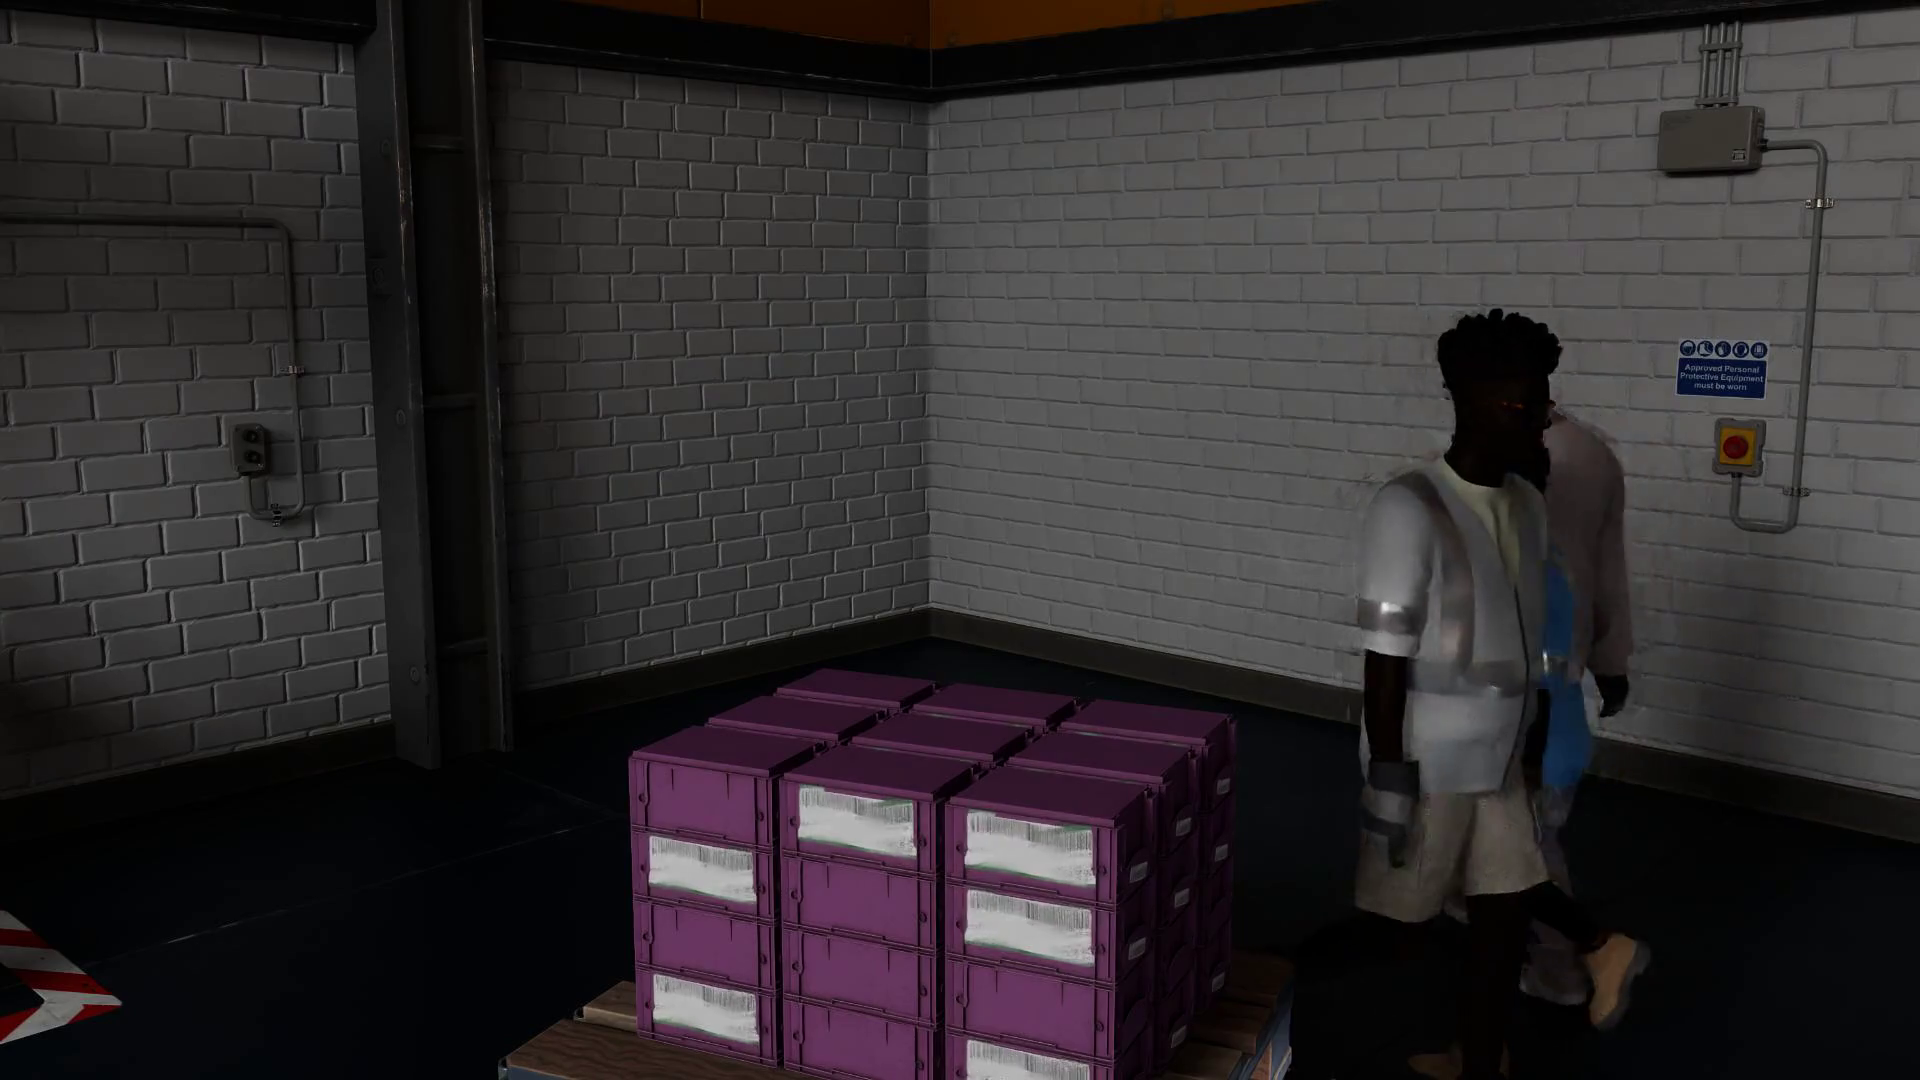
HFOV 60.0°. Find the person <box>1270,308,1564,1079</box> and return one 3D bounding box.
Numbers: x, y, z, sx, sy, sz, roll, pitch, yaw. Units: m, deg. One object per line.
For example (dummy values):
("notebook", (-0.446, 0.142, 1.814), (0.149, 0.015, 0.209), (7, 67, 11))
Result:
("person", (1.011, 0.449, 3.759), (0.608, 1.945, 0.787), (-7, 12, -38))

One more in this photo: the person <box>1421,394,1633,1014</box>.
("person", (1.506, 0.335, 4.736), (0.694, 1.858, 0.949), (-4, 10, -24))

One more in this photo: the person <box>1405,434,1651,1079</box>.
("person", (1.437, 0.527, 4.096), (0.566, 1.673, 0.555), (0, 9, 2))
